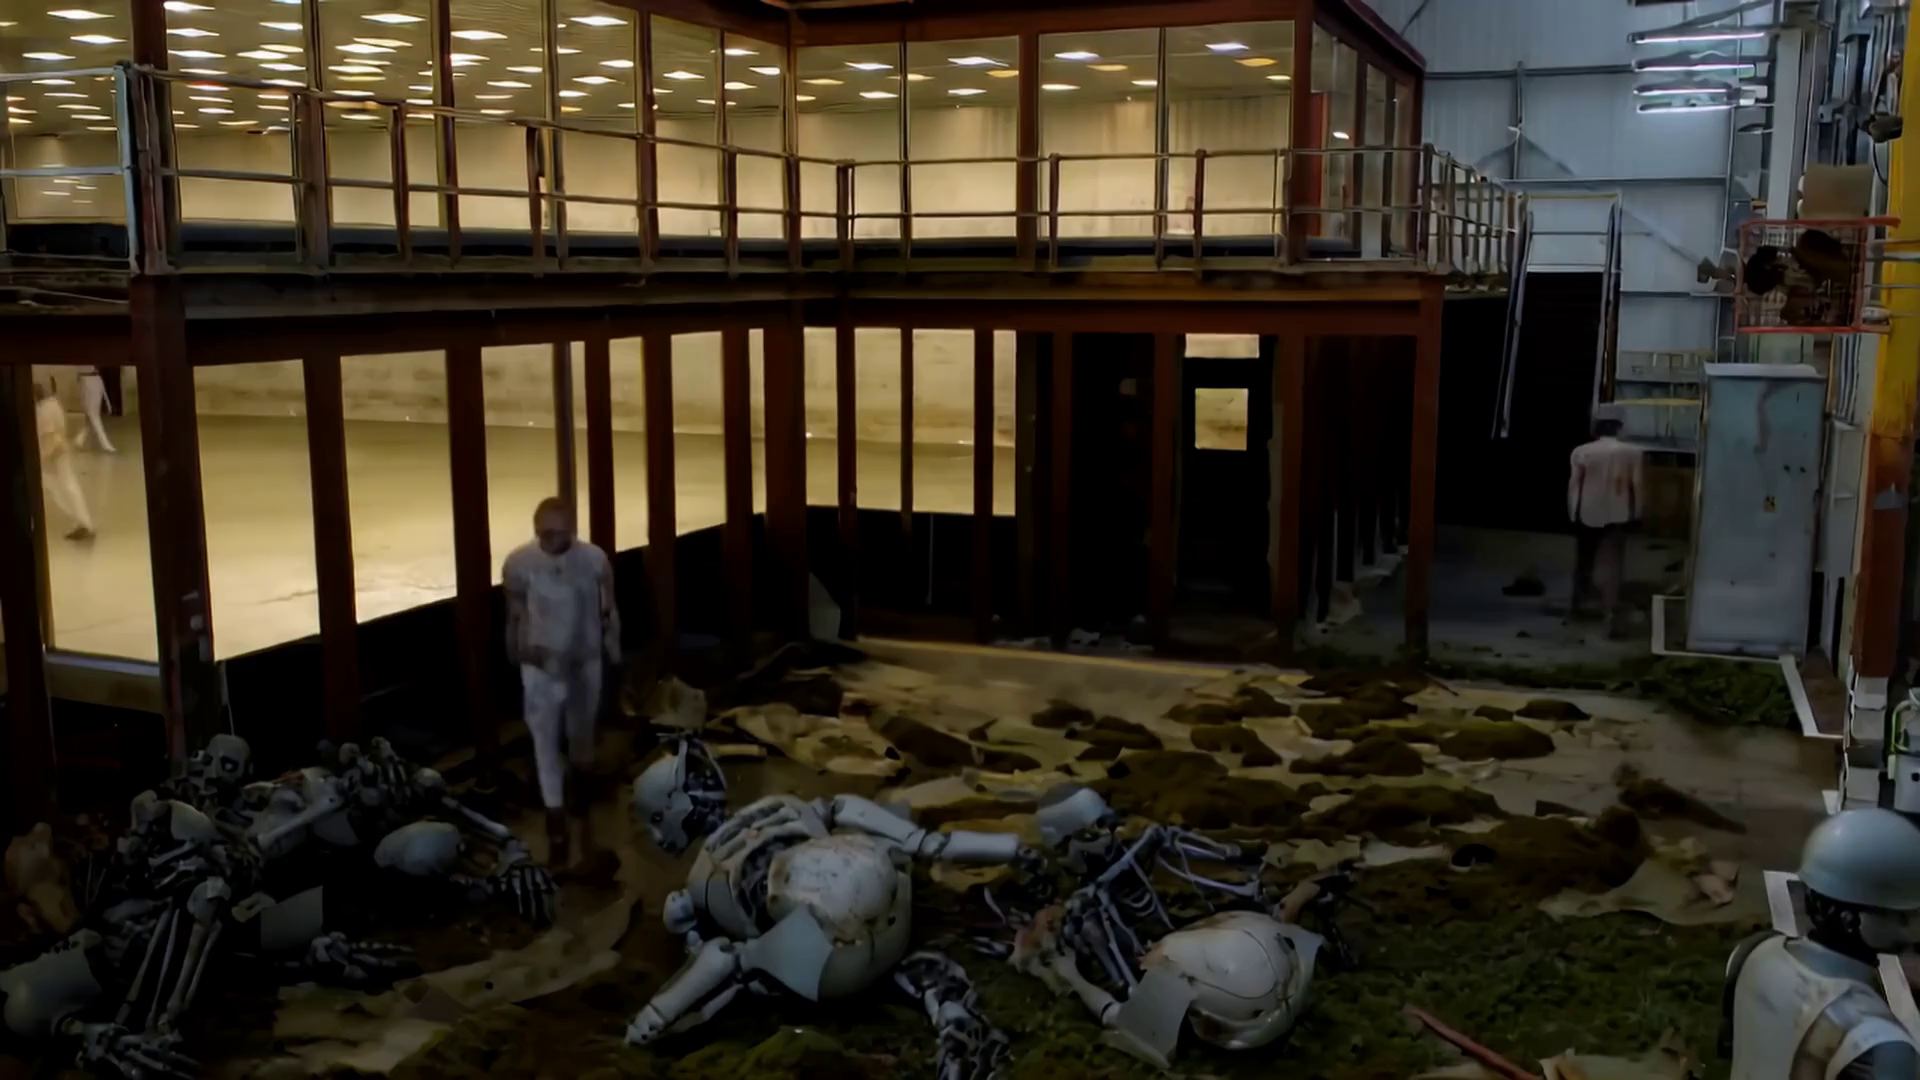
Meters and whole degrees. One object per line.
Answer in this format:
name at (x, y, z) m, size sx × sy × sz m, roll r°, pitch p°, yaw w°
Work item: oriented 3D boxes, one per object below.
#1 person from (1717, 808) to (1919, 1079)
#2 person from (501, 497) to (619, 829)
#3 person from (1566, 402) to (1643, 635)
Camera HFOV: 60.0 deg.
person at (1.850, 1.517, 3.584) m, size 0.404 × 1.944 × 0.615 m, roll 0°, pitch 9°, yaw -1°
person at (-2.252, 0.641, 9.409) m, size 0.632 × 1.818 × 0.837 m, roll -2°, pitch 9°, yaw -12°
person at (5.509, -0.211, 14.264) m, size 0.622 × 1.937 × 1.036 m, roll 2°, pitch 9°, yaw 14°
